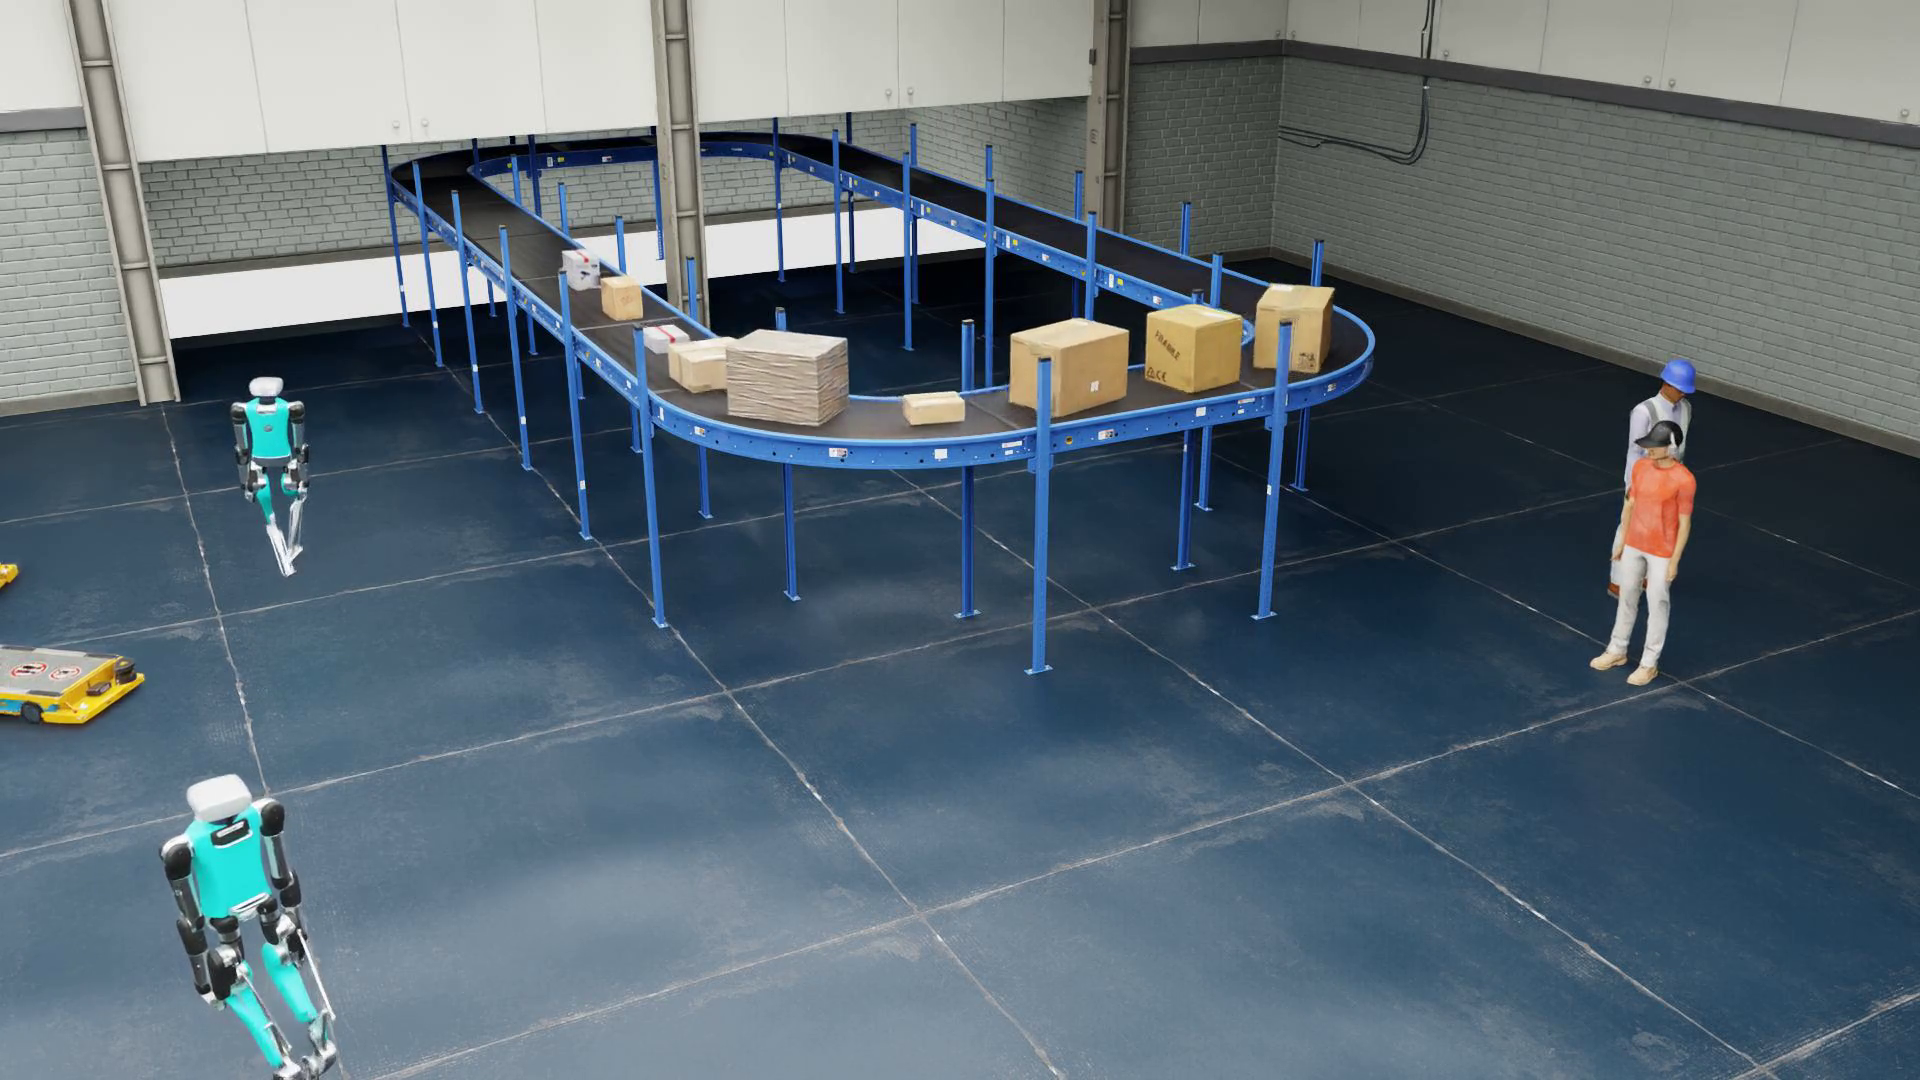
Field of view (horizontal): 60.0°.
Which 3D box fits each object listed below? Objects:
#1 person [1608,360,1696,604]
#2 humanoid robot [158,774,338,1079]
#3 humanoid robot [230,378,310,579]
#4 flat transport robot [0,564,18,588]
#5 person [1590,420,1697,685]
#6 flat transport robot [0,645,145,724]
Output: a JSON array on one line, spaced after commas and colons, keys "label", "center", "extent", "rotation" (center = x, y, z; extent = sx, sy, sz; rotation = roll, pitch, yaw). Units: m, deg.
[{"label": "person", "center": [5.336, -0.457, 12.783], "extent": [0.601, 1.937, 0.402], "rotation": [-12, 25, -28]}, {"label": "humanoid robot", "center": [-2.997, 1.941, 7.248], "extent": [0.673, 1.892, 0.545], "rotation": [18, 28, 37]}, {"label": "humanoid robot", "center": [-5.423, -0.542, 13.242], "extent": [0.568, 1.710, 0.999], "rotation": [-7, 23, -16]}, {"label": "flat transport robot", "center": [-7.827, 0.473, 12.707], "extent": [0.659, 0.231, 1.431], "rotation": [-3, 22, -7]}, {"label": "person", "center": [4.747, 0.084, 11.485], "extent": [0.419, 1.908, 0.477], "rotation": [-14, 26, -30]}, {"label": "flat transport robot", "center": [-6.460, 0.987, 11.436], "extent": [1.431, 0.231, 0.659], "rotation": [4, 22, 10]}]
